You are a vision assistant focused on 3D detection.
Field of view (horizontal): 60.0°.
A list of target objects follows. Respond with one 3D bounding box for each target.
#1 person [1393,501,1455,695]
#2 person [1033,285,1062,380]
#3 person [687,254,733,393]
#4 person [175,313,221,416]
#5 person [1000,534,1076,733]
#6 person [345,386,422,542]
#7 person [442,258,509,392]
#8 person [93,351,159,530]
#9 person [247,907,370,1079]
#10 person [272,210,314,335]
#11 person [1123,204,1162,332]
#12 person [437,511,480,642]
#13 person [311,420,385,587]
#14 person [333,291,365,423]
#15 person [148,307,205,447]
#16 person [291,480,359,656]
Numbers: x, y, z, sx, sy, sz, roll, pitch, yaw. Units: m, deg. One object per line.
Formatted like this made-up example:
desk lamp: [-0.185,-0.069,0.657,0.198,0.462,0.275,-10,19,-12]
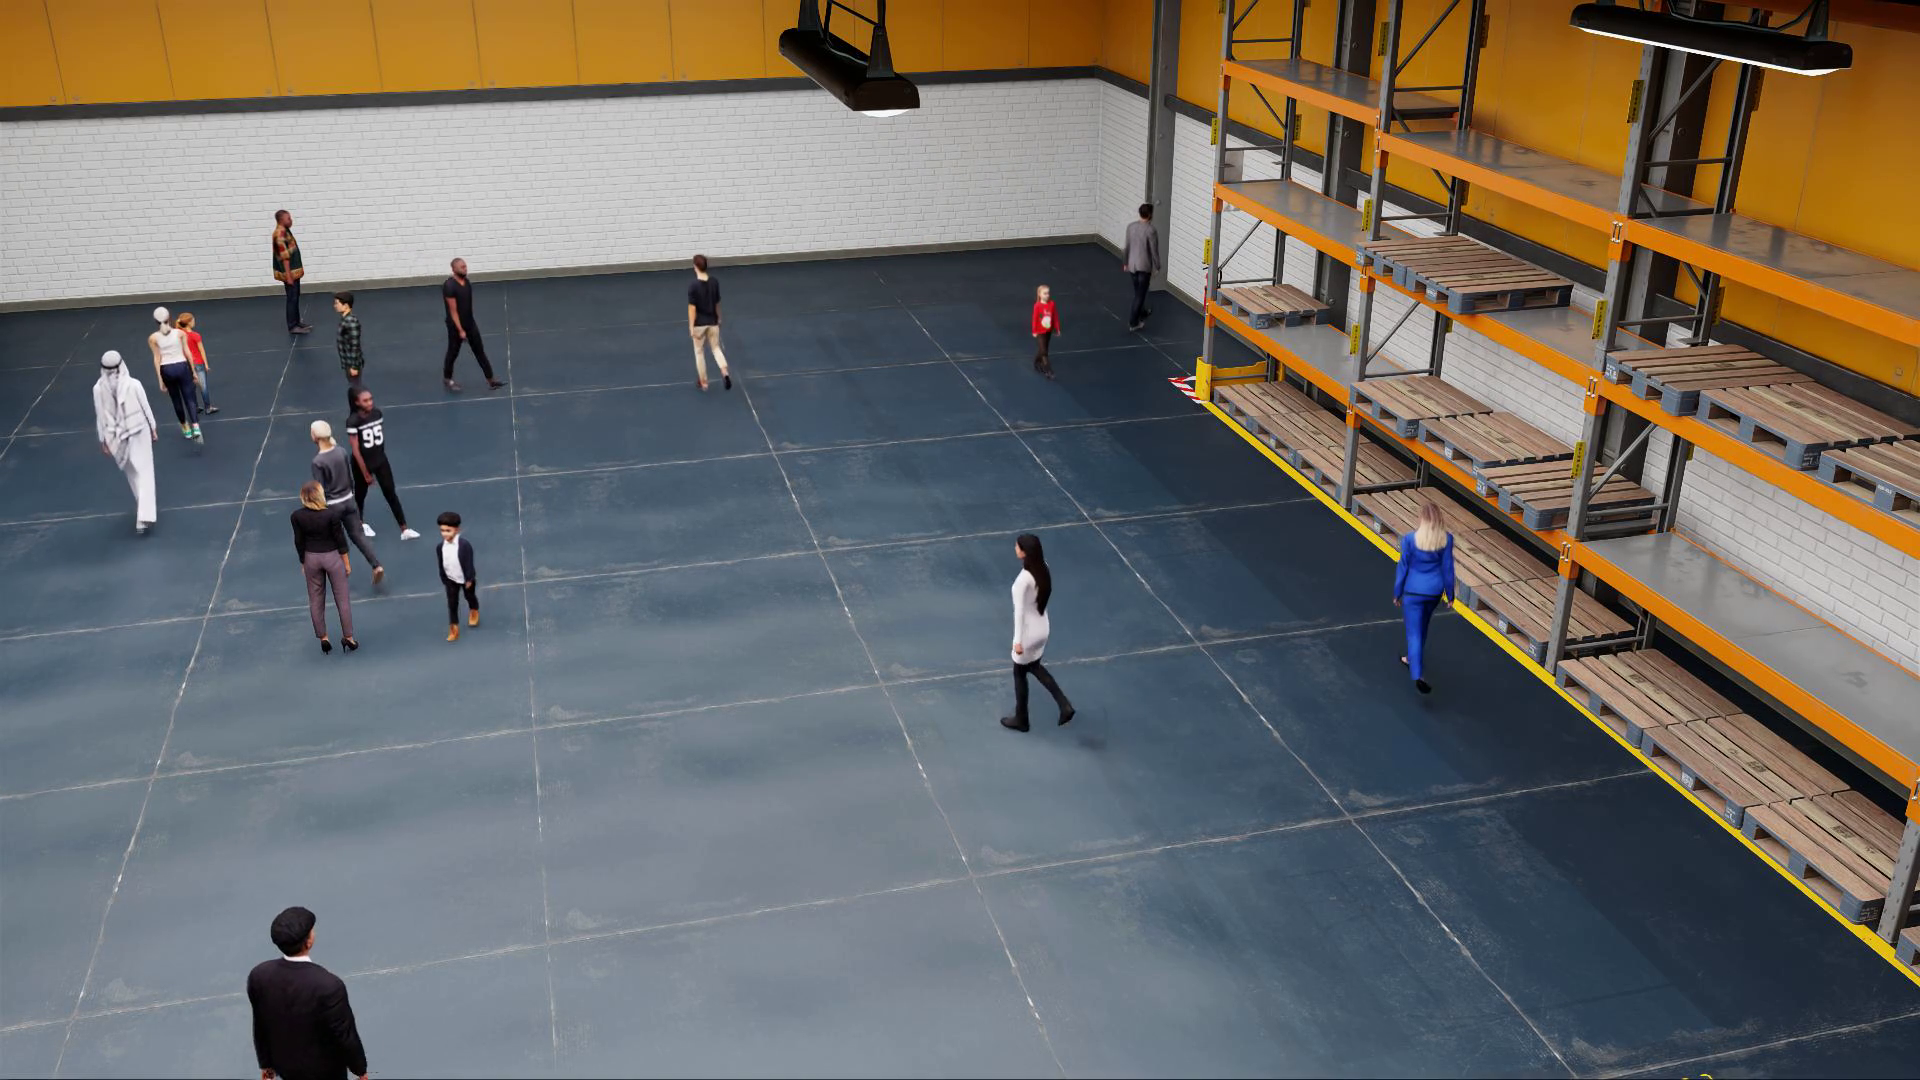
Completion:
person: [4.010,0.532,14.302,0.817,1.661,1.146,-1,24,-1]
person: [1.112,-2.829,22.502,0.659,1.251,0.944,-14,27,-28]
person: [-3.263,-2.787,21.668,0.853,1.842,1.049,-16,28,-33]
person: [-9.704,-2.237,21.074,0.548,1.310,0.577,4,24,10]
person: [0.651,0.793,13.538,1.005,1.795,0.926,15,28,30]
person: [-6.180,-0.774,17.265,1.203,1.682,1.102,14,27,29]
person: [-6.600,-2.773,21.727,1.221,1.769,1.219,11,26,23]
person: [-8.781,-1.019,17.576,0.745,1.881,1.268,-4,24,-9]
person: [-3.495,2.821,8.808,0.835,1.868,0.821,5,24,11]
person: [-9.821,-3.932,24.333,0.757,1.805,0.611,-4,24,-9]
person: [2.616,-3.977,24.393,1.077,1.841,1.073,20,31,38]
person: [-4.624,0.293,15.432,0.654,1.193,0.905,1,24,3]
person: [-6.019,-0.333,16.233,1.126,1.699,1.011,17,29,34]
person: [-7.430,-2.213,20.283,0.779,1.713,0.591,-10,26,-22]
person: [-9.353,-1.918,19.892,0.834,1.673,1.205,-11,26,-24]
person: [-5.712,0.246,14.943,0.633,1.671,0.577,-2,24,-5]
